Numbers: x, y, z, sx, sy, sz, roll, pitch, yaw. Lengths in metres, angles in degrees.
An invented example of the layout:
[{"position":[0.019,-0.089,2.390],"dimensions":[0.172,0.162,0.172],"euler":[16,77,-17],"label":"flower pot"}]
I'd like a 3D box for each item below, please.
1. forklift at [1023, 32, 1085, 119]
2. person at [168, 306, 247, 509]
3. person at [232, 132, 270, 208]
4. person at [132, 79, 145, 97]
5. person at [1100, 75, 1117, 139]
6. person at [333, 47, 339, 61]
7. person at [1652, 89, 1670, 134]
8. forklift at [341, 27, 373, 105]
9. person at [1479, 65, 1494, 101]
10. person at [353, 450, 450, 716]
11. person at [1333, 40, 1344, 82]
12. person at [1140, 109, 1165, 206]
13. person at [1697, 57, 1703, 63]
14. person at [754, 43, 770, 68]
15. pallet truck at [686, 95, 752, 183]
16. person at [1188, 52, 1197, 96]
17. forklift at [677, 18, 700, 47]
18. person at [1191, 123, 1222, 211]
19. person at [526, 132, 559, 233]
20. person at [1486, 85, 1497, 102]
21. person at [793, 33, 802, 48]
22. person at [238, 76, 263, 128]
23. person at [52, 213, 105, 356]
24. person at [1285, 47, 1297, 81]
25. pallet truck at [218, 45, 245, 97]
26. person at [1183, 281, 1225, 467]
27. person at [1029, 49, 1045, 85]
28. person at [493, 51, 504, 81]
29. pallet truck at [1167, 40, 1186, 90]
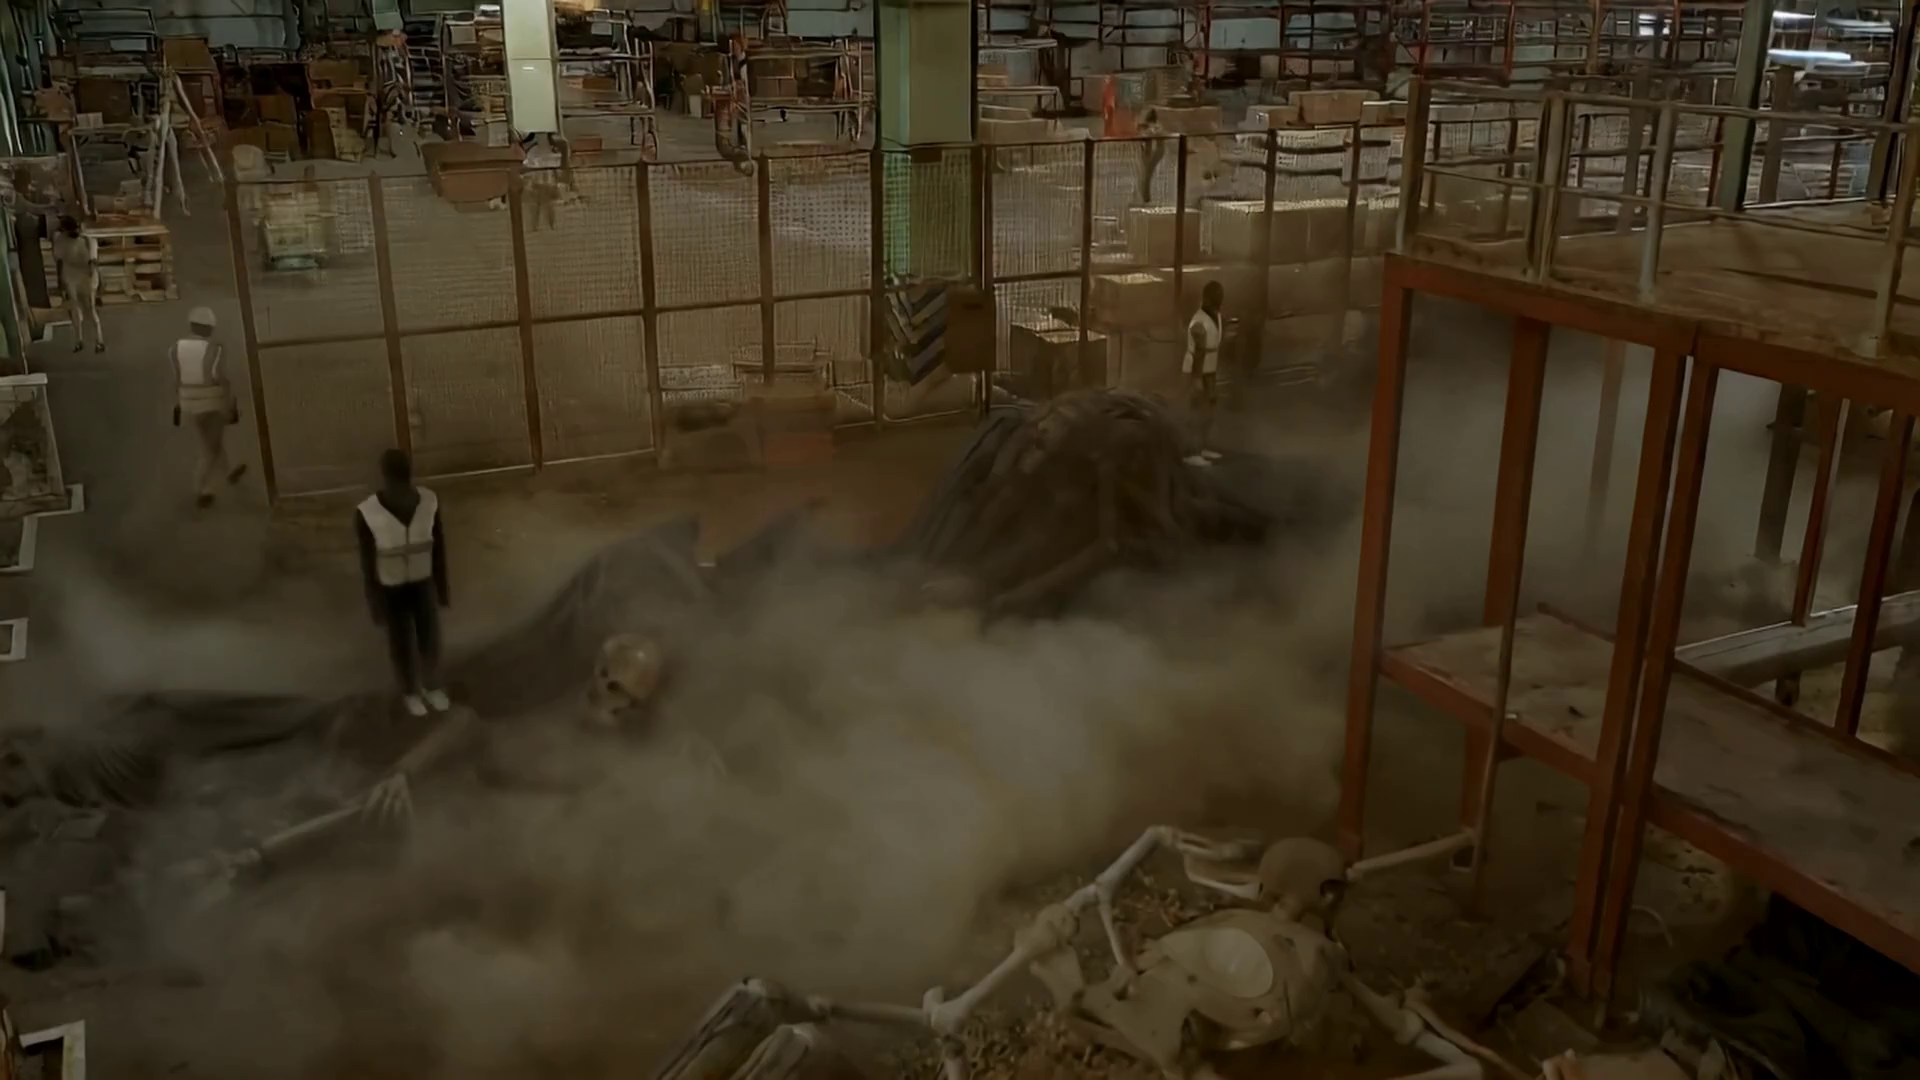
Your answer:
[{"position":[3.163,-15.711,56.215],"dimensions":[1.873,2.768,1.129],"euler":[-9,21,-25],"label":"forklift"},{"position":[-7.191,-1.310,15.970],"dimensions":[0.617,1.882,1.000],"euler":[3,19,9],"label":"person"},{"position":[-14.087,-7.244,33.276],"dimensions":[0.658,1.811,0.859],"euler":[3,19,9],"label":"person"},{"position":[-25.367,-13.405,51.419],"dimensions":[0.522,1.631,0.324],"euler":[4,20,13],"label":"person"},{"position":[4.437,-12.939,49.726],"dimensions":[0.528,1.858,0.318],"euler":[13,23,34],"label":"person"},{"position":[-24.717,-18.586,66.025],"dimensions":[0.855,1.902,0.586],"euler":[-6,20,-16],"label":"person"},{"position":[19.969,-11.983,47.288],"dimensions":[0.531,1.620,0.328],"euler":[4,20,12],"label":"person"},{"position":[-22.275,-17.346,60.954],"dimensions":[1.873,2.768,1.129],"euler":[-9,21,-25],"label":"forklift"},{"position":[16.759,-14.110,52.967],"dimensions":[0.373,1.958,0.604],"euler":[-6,20,-18],"label":"person"},{"position":[-3.743,0.306,11.259],"dimensions":[0.609,1.897,0.499],"euler":[-15,24,-37],"label":"person"},{"position":[16.245,-20.449,71.369],"dimensions":[0.369,1.938,0.630],"euler":[-4,19,-10],"label":"person"},{"position":[4.144,-8.253,35.861],"dimensions":[0.539,2.000,0.688],"euler":[3,19,8],"label":"person"},{"position":[27.978,-17.422,62.974],"dimensions":[0.367,1.676,0.611],"euler":[-4,20,-12],"label":"person"},{"position":[-8.241,-19.694,69.263],"dimensions":[0.701,1.896,0.619],"euler":[9,21,25],"label":"person"},{"position":[-5.836,-9.608,39.856],"dimensions":[0.823,1.965,1.885],"euler":[10,22,27],"label":"pallet truck"},{"position":[9.248,-18.494,66.070],"dimensions":[0.318,1.697,0.535],"euler":[-10,22,-27],"label":"person"},{"position":[-11.671,-21.111,71.867],"dimensions":[1.129,2.768,1.873],"euler":[-4,19,-11],"label":"forklift"},{"position":[5.133,-7.642,34.311],"dimensions":[0.550,1.906,0.924],"euler":[-16,25,-39],"label":"person"},{"position":[-8.059,-6.919,32.190],"dimensions":[0.582,1.919,0.394],"euler":[-7,20,-19],"label":"person"},{"position":[16.244,-13.174,50.805],"dimensions":[0.870,1.594,0.520],"euler":[16,24,38],"label":"person"},{"position":[-7.668,-22.773,78.088],"dimensions":[0.947,1.937,0.644],"euler":[18,26,42],"label":"person"},{"position":[-22.724,-14.009,53.137],"dimensions":[0.567,1.651,0.884],"euler":[15,24,37],"label":"person"},{"position":[-11.652,-3.379,21.986],"dimensions":[0.532,1.874,0.316],"euler":[-6,20,-17],"label":"person"},{"position":[13.323,-18.863,66.859],"dimensions":[0.977,1.890,0.558],"euler":[-10,21,-27],"label":"person"},{"position":[-28.879,-18.665,66.111],"dimensions":[0.823,1.965,1.885],"euler":[-3,19,-9],"label":"pallet truck"},{"position":[2.499,-1.713,17.106],"dimensions":[0.384,1.913,0.593],"euler":[8,21,23],"label":"person"},{"position":[3.342,-20.233,70.983],"dimensions":[0.982,1.788,0.636],"euler":[-8,21,-22],"label":"person"},{"position":[-17.253,-17.366,62.443],"dimensions":[0.374,1.933,0.627],"euler":[-18,26,-41],"label":"person"},{"position":[9.045,-19.971,69.895],"dimensions":[0.823,1.965,1.885],"euler":[-3,19,-8],"label":"pallet truck"}]
